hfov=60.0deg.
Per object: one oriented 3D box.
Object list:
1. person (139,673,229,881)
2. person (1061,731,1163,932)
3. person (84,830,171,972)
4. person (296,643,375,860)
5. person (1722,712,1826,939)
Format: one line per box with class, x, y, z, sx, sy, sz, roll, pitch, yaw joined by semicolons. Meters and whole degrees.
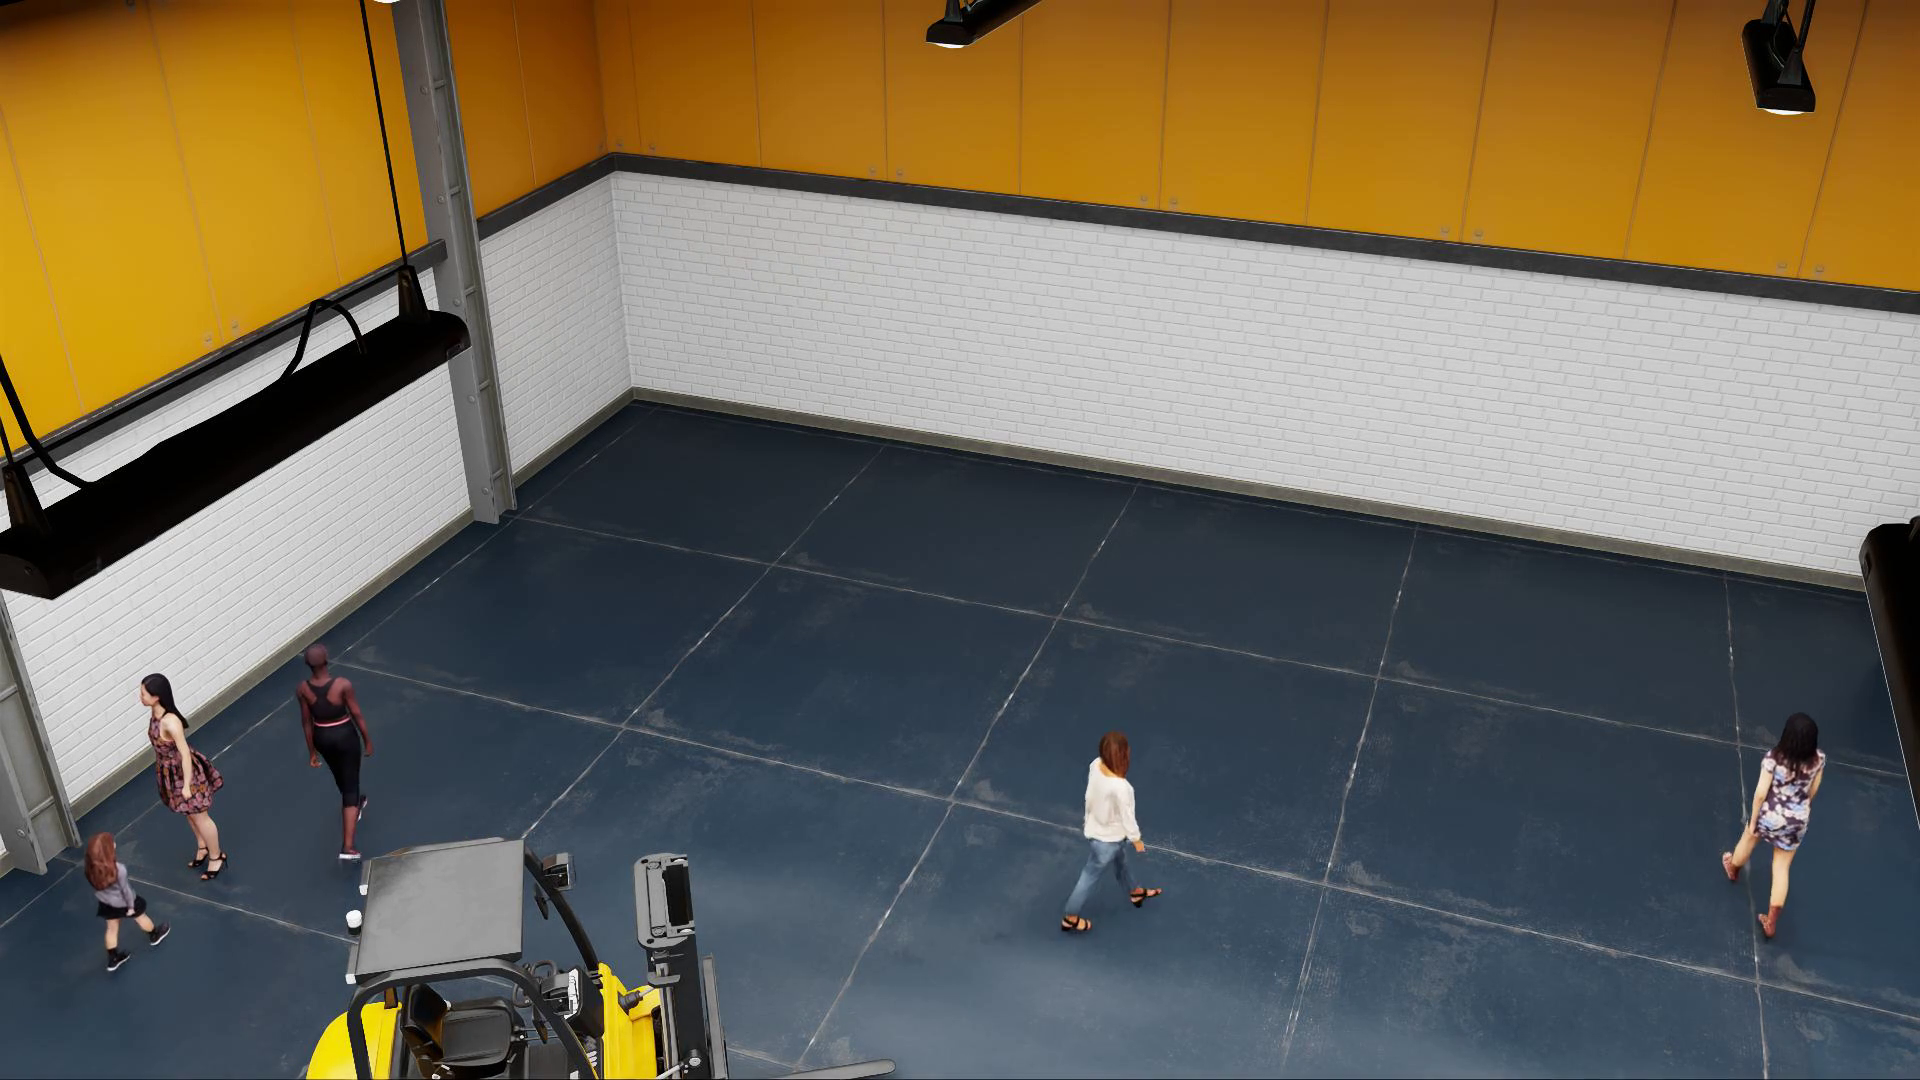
person;-5.701;1.731;12.167;0.820;1.773;0.786;-24;37;-37
person;0.935;2.086;11.646;1.052;1.648;1.060;-8;30;-14
person;-5.874;2.489;11.493;0.505;1.088;0.717;8;30;14
person;-4.684;1.601;12.456;0.969;1.724;1.252;-3;29;-5
person;5.808;2.020;11.722;0.731;1.691;1.119;4;29;8
